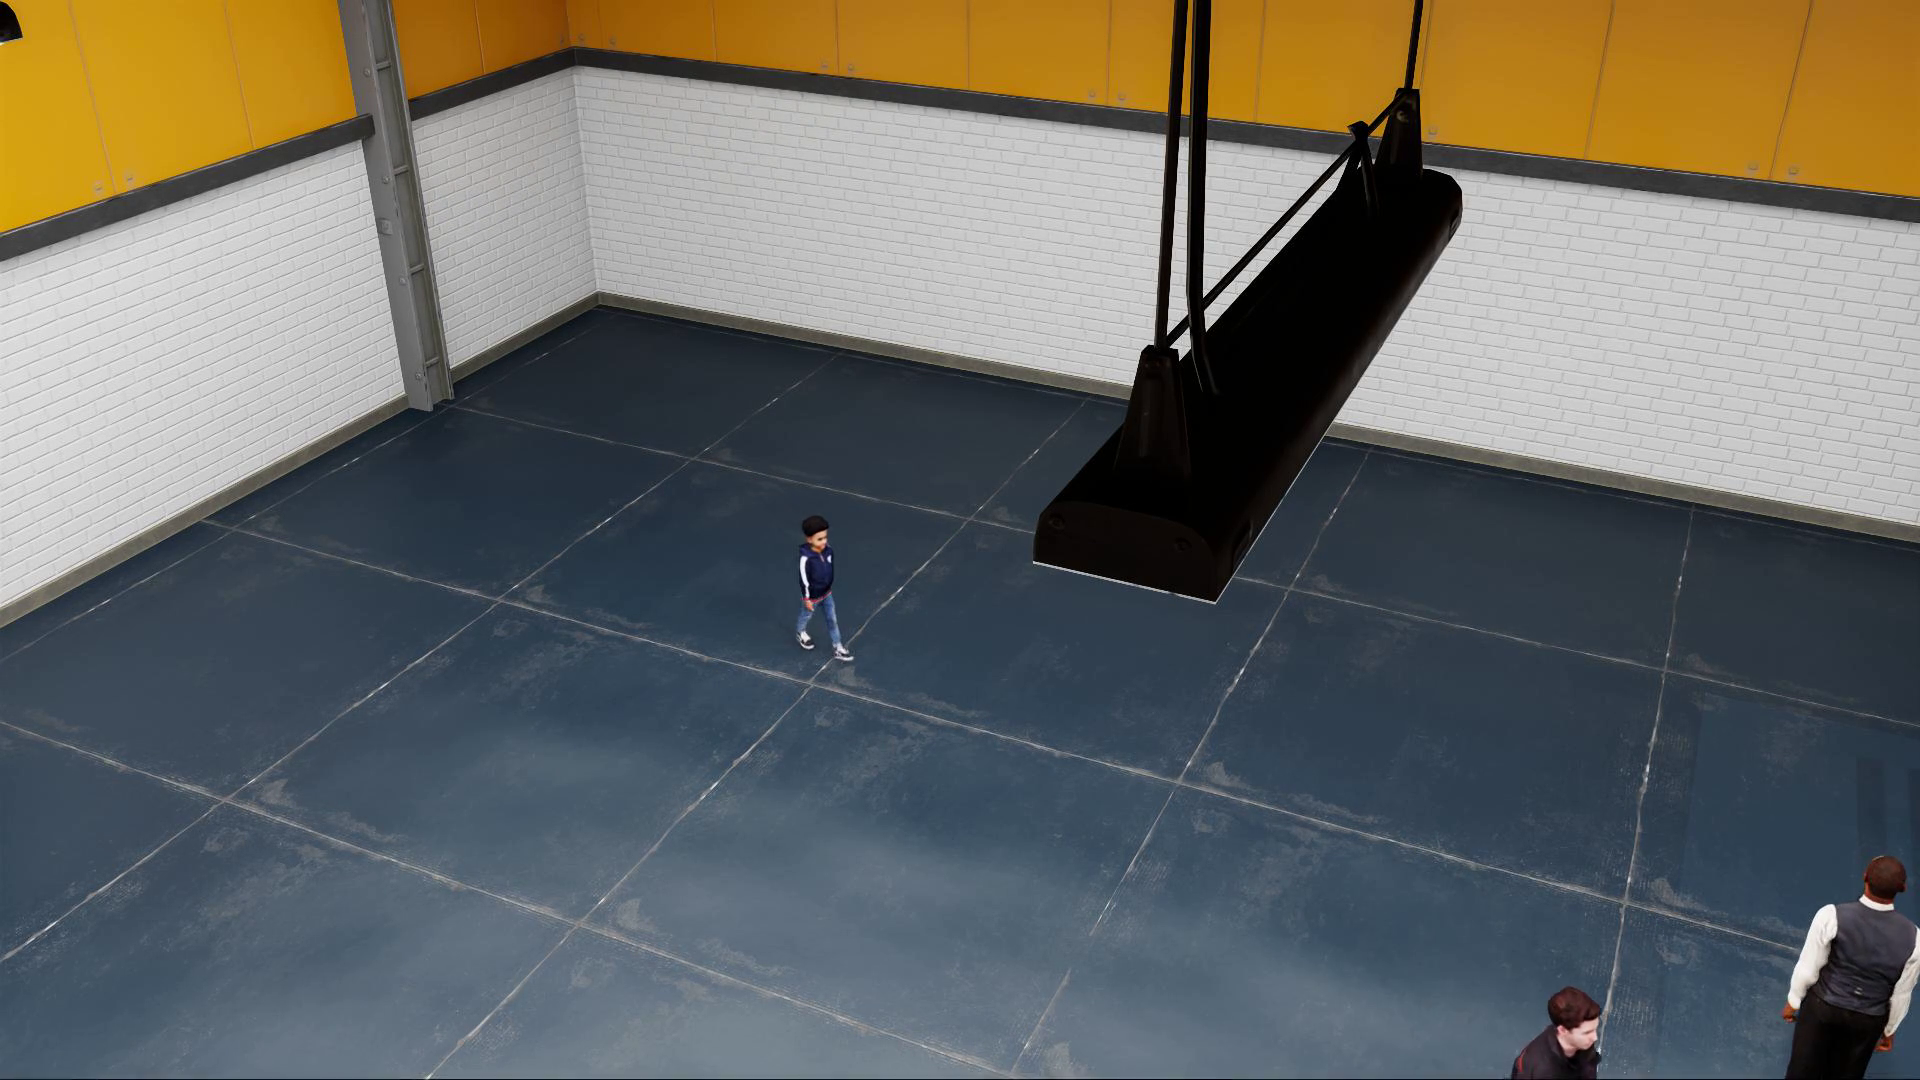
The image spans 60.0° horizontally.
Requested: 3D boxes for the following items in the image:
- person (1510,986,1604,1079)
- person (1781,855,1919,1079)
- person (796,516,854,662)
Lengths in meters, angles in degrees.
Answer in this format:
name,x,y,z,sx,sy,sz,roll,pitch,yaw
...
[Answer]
name,x,y,z,sx,sy,sz,roll,pitch,yaw
person,2.613,2.807,7.801,1.261,1.870,1.115,-22,36,-35
person,4.494,2.413,8.471,0.698,1.921,0.645,11,31,20
person,-1.157,0.364,12.989,0.852,1.190,0.794,-22,35,-34
